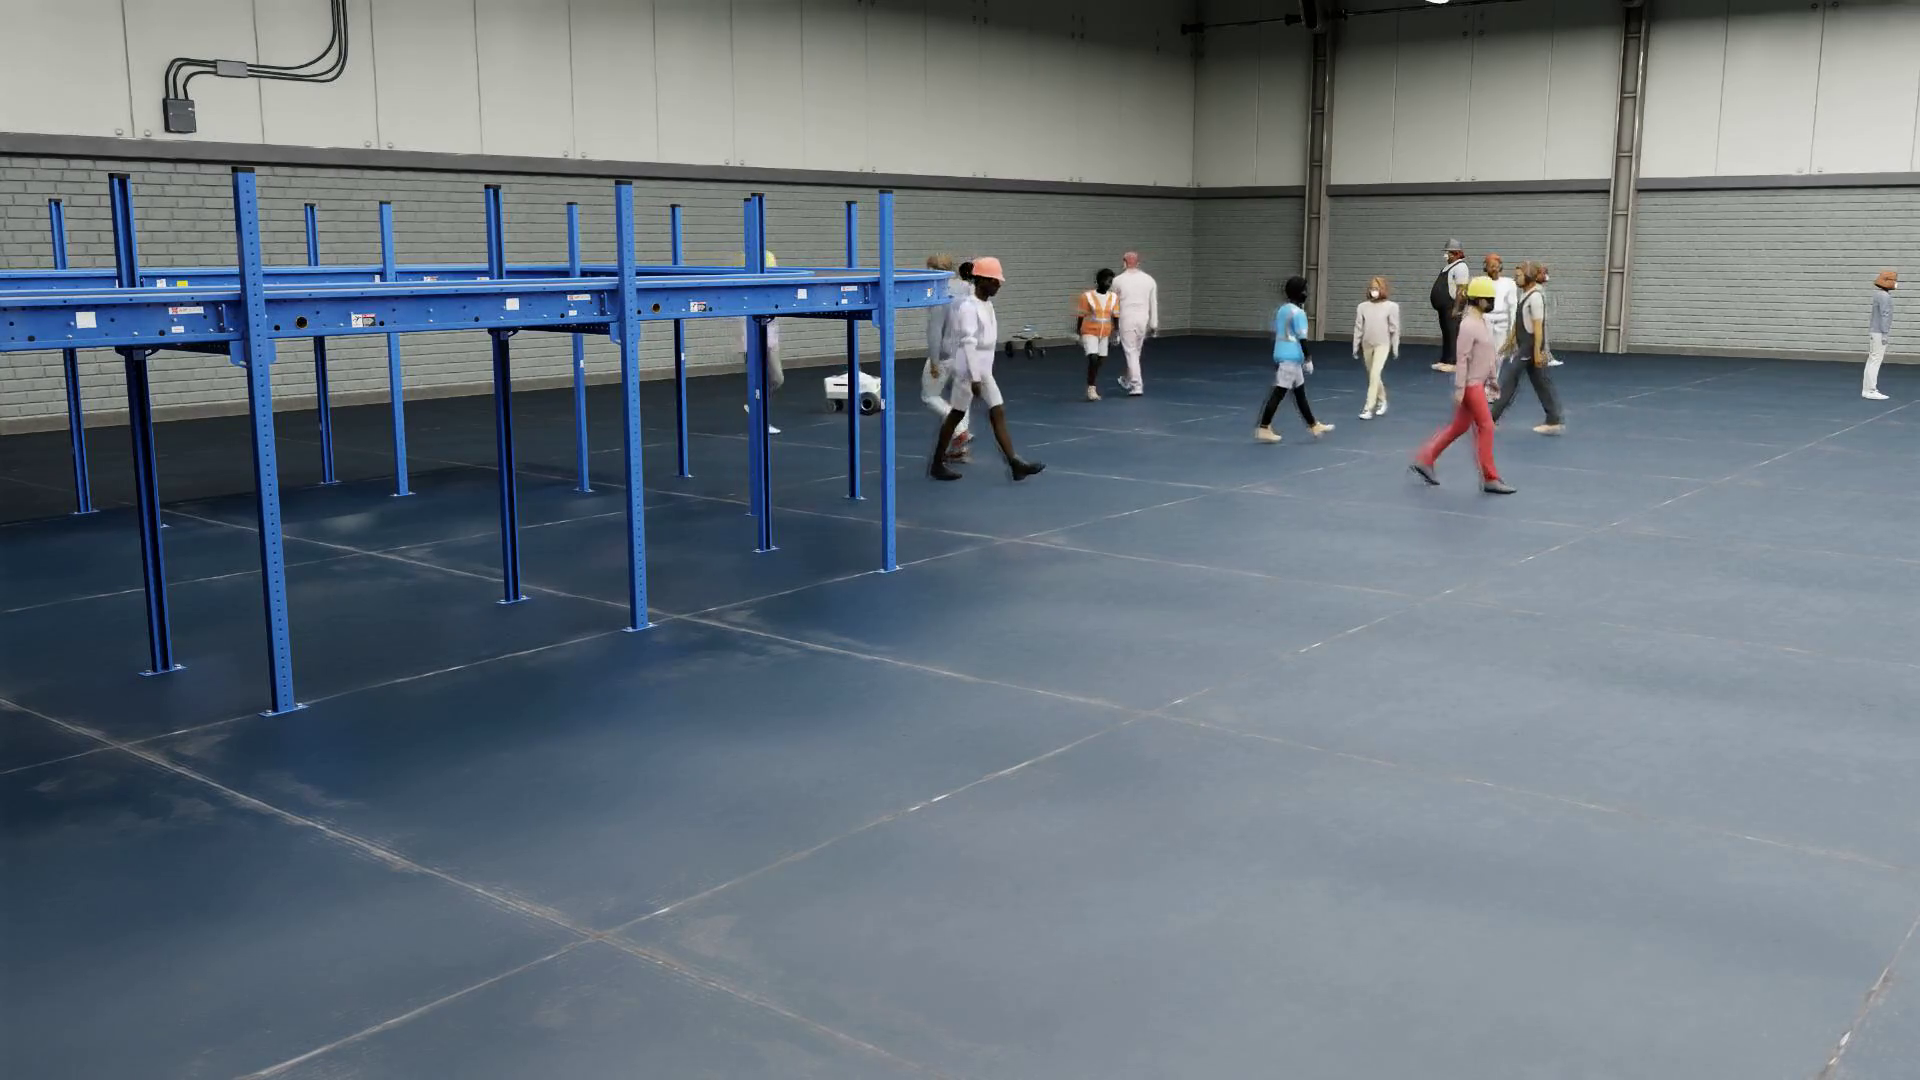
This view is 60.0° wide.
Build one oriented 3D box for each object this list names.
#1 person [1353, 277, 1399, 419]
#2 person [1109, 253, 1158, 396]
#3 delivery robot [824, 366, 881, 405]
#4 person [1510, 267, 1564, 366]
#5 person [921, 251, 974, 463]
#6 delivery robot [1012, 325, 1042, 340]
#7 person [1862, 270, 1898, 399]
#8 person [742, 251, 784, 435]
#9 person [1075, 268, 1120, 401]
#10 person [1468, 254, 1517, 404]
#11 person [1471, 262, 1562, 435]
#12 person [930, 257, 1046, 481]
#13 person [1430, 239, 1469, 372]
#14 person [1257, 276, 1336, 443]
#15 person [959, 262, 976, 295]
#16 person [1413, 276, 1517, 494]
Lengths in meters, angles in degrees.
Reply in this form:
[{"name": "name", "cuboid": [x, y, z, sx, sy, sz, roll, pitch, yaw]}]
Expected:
[{"name": "person", "cuboid": [4.770, -2.206, 19.036, 0.507, 1.595, 0.841, 8, 13, 38]}, {"name": "person", "cuboid": [2.226, -2.842, 21.886, 0.649, 1.842, 1.006, -4, 11, -21]}, {"name": "delivery robot", "cuboid": [-1.231, -1.809, 19.596, 0.707, 0.478, 0.477, 3, 11, 17]}, {"name": "person", "cuboid": [9.333, -3.617, 26.887, 0.850, 1.587, 0.514, 5, 11, 27]}, {"name": "person", "cuboid": [-0.083, -1.645, 15.055, 0.494, 1.919, 0.665, 8, 13, 39]}, {"name": "delivery robot", "cuboid": [1.162, -3.612, 28.870, 0.335, 0.223, 0.698, -6, 12, -29]}, {"name": "person", "cuboid": [11.794, -2.629, 21.291, 0.275, 1.631, 0.507, 3, 11, 17]}, {"name": "person", "cuboid": [-2.090, -2.066, 17.424, 0.474, 1.912, 0.588, 6, 12, 31]}, {"name": "person", "cuboid": [1.728, -2.565, 20.819, 0.549, 1.656, 0.675, -5, 11, -26]}, {"name": "person", "cuboid": [6.669, -2.662, 20.889, 0.589, 1.859, 0.880, 2, 10, 10]}, {"name": "person", "cuboid": [5.859, -1.994, 17.344, 0.985, 1.791, 0.506, 3, 11, 15]}, {"name": "person", "cuboid": [0.193, -1.418, 13.929, 1.040, 1.869, 0.582, 5, 11, 24]}, {"name": "person", "cuboid": [7.570, -3.623, 25.789, 0.537, 2.000, 0.679, 0, 10, -2]}, {"name": "person", "cuboid": [3.383, -1.798, 16.624, 0.876, 1.643, 0.545, -1, 10, -7]}, {"name": "person", "cuboid": [0.073, -3.294, 24.824, 0.322, 1.689, 0.530, -8, 13, -38]}, {"name": "person", "cuboid": [4.122, -1.277, 13.529, 0.861, 1.733, 0.525, 6, 12, 31]}]
